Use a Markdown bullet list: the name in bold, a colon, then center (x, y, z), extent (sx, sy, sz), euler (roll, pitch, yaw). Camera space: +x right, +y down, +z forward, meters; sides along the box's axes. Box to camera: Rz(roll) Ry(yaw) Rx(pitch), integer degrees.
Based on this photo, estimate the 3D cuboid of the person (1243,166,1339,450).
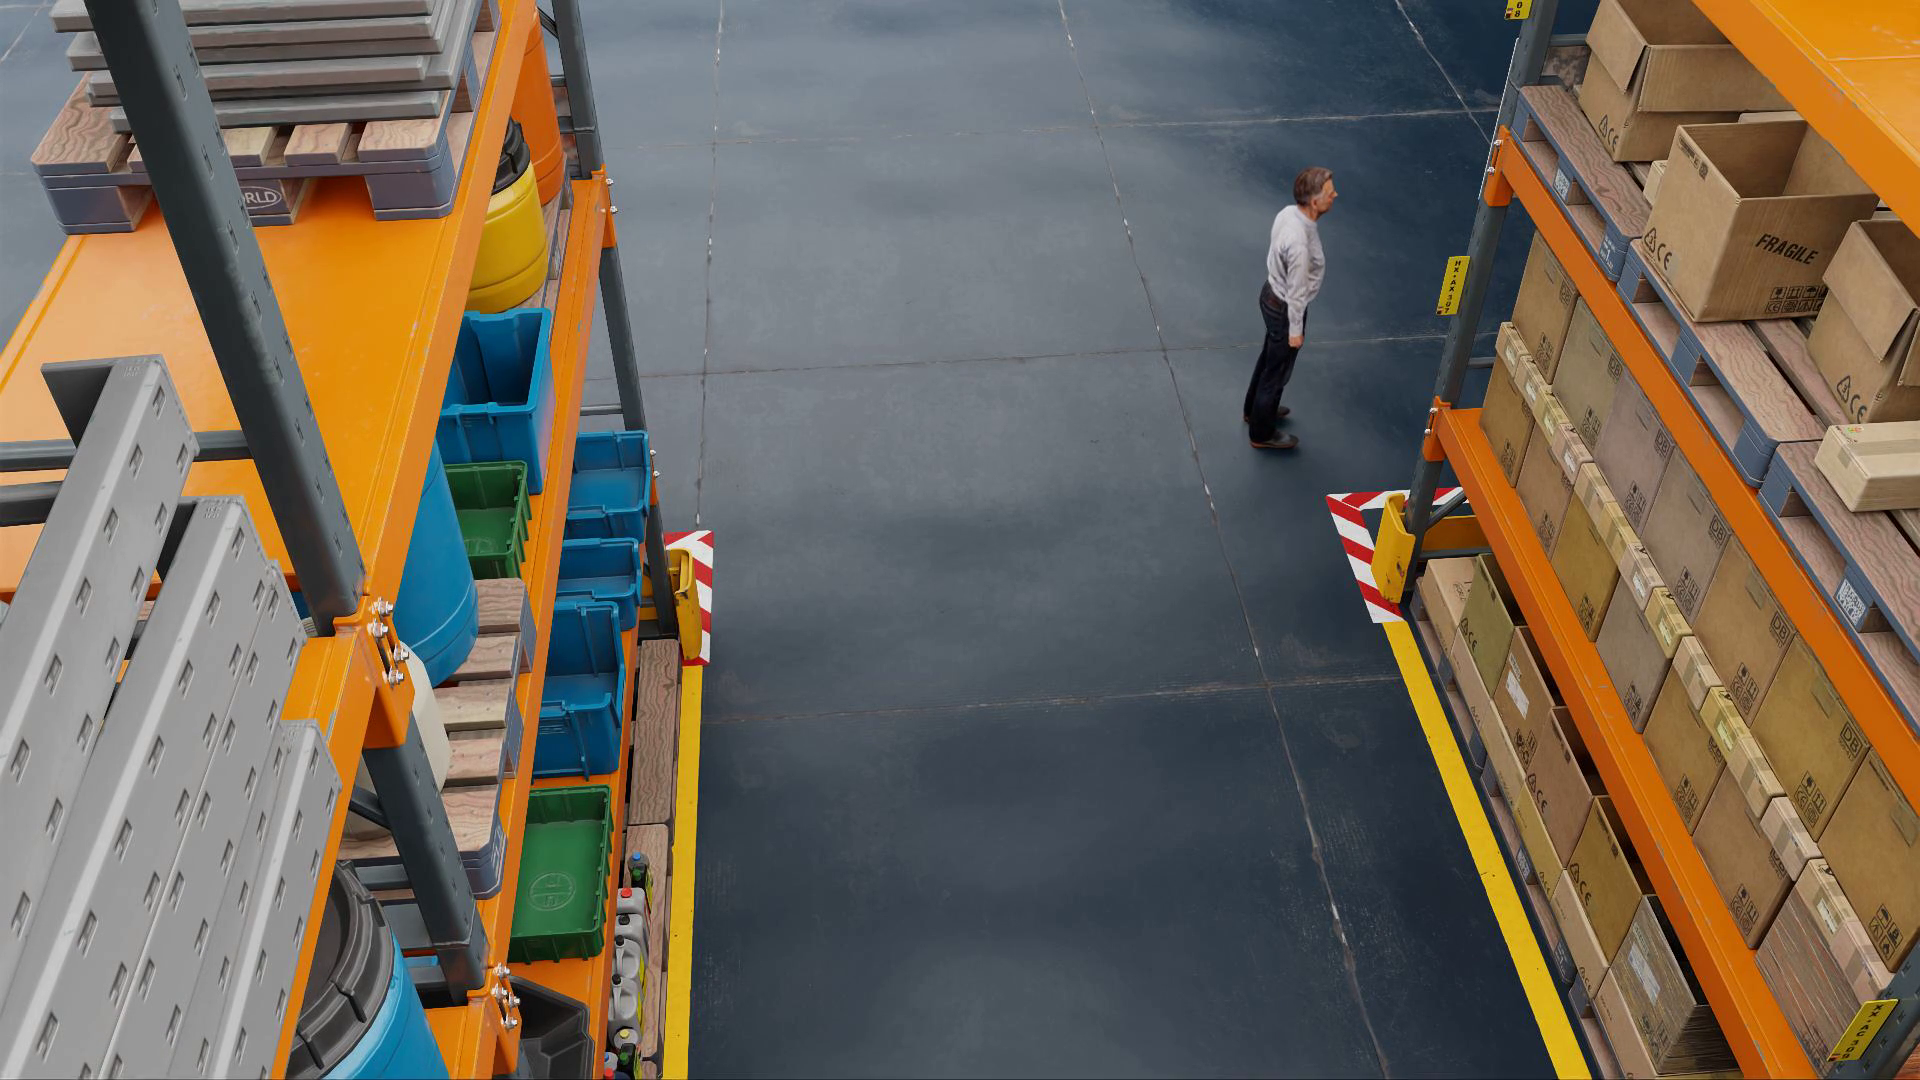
- **person**: center (1.895, -1.359, 9.672), extent (0.728, 1.816, 0.532), euler (2, 42, 2)
